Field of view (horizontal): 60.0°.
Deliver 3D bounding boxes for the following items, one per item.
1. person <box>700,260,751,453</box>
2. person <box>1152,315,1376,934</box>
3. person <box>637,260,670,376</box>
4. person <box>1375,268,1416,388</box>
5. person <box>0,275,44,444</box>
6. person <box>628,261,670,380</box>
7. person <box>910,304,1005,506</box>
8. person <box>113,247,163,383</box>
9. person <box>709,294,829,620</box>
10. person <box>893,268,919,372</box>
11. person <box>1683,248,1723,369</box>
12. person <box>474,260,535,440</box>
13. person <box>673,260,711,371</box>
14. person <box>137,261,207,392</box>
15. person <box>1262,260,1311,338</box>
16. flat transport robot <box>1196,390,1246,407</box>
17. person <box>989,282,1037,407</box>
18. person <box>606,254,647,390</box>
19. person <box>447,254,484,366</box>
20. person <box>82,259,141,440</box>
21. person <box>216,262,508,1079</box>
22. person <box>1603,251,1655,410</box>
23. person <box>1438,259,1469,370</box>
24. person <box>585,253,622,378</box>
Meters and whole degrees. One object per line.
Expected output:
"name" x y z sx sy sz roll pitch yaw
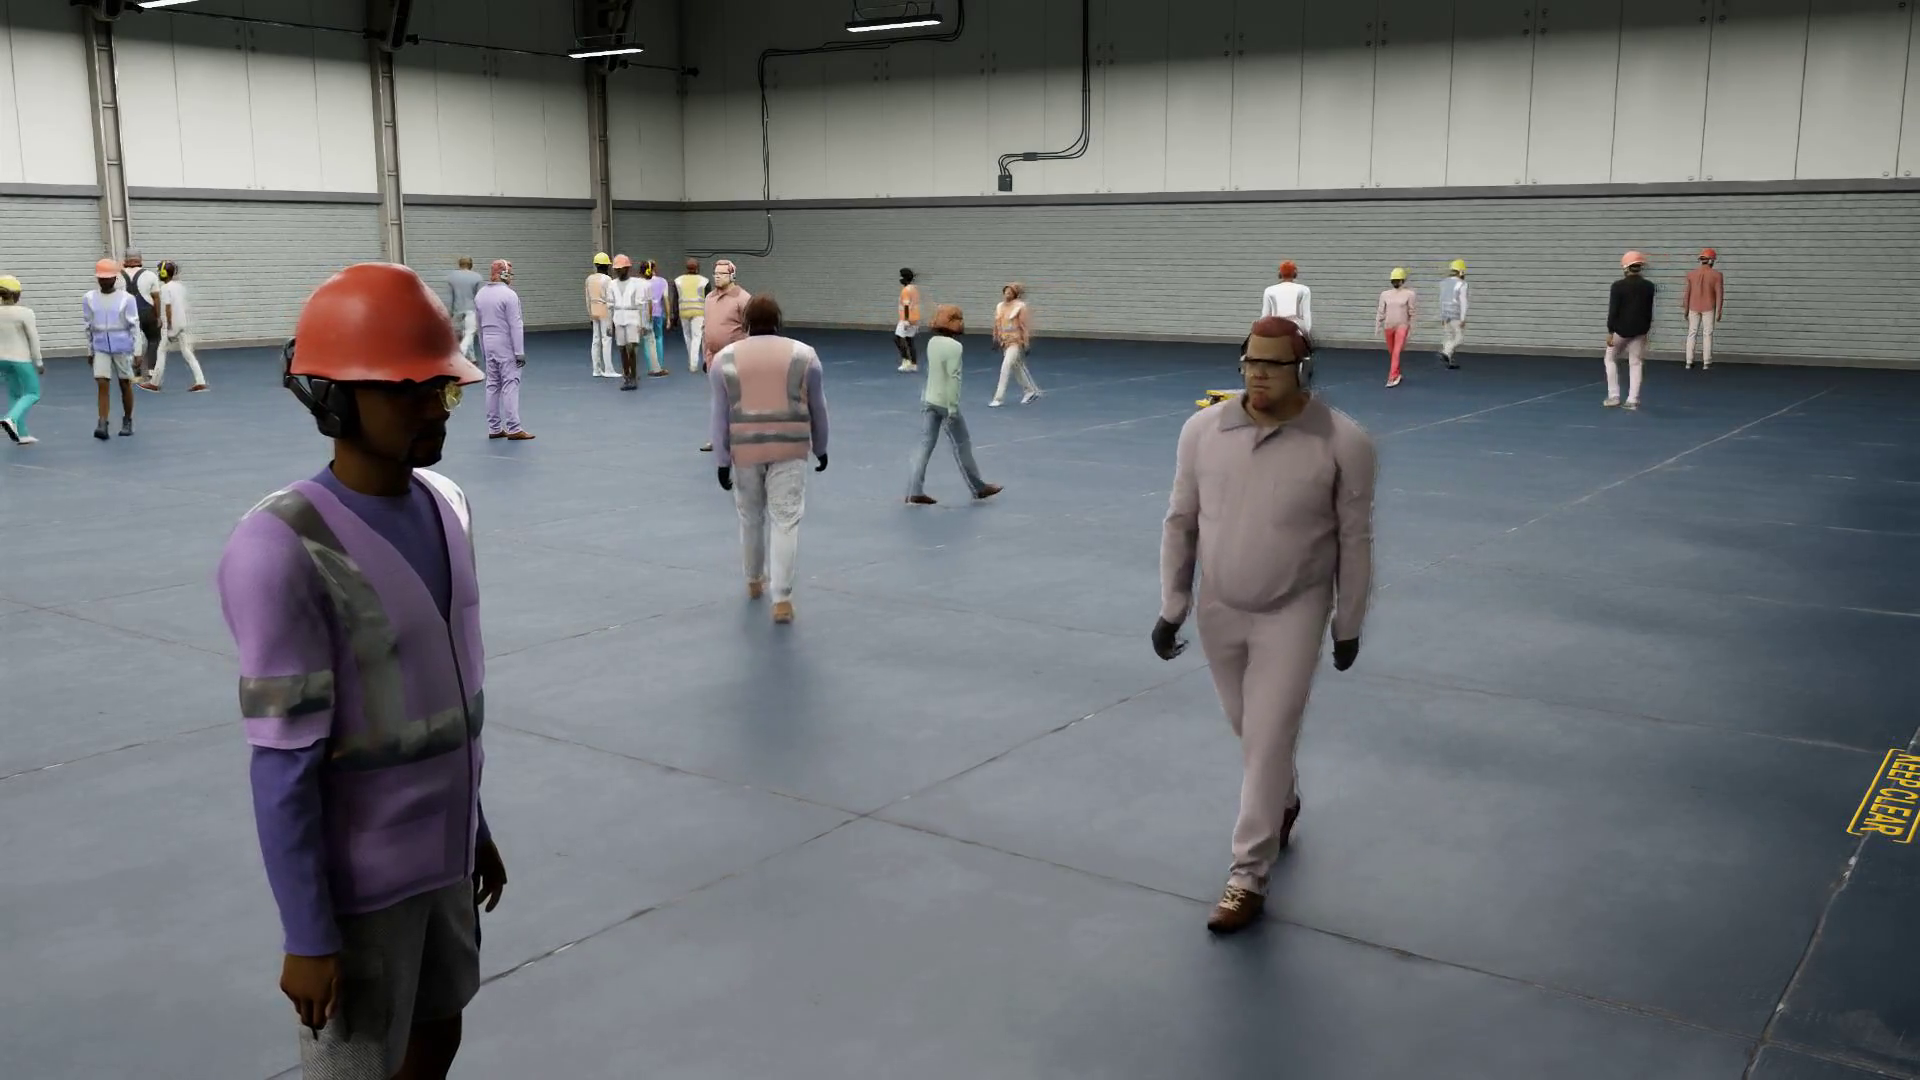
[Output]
"person" -2.333 -1.819 16.541 0.644 1.913 0.408 7 12 33
"person" 0.983 0.211 5.338 0.637 1.867 0.988 6 12 32
"person" -4.924 -3.523 26.387 0.589 1.802 0.902 -3 11 -17
"person" 6.356 -3.100 24.245 0.540 1.722 0.908 6 12 31
"person" -9.707 -1.832 17.043 0.538 1.753 0.558 1 10 6
"person" -4.806 -3.343 25.394 0.505 1.811 0.956 6 12 30
"person" -0.044 -1.074 13.252 0.847 1.591 0.520 -6 12 -32
"person" -12.281 -3.373 24.882 0.707 2.000 0.559 -2 10 -9
"person" -1.070 -0.487 9.427 0.643 1.788 0.976 0 10 -1
"person" -0.885 -3.532 26.777 0.437 1.678 0.547 2 10 10
"person" 12.296 -3.819 27.514 0.616 1.990 0.393 9 14 43
"person" -4.829 -2.009 17.638 0.638 1.902 0.407 7 12 34
"person" -4.334 -3.674 27.250 0.650 1.795 0.941 1 10 7
"person" -11.037 -2.965 23.241 0.975 1.812 0.555 1 10 5
"person" 4.033 -2.505 20.522 0.614 1.856 0.803 3 11 16
"flat transport robot" 3.743 -1.766 20.836 1.431 0.197 0.652 -2 10 -11
"person" 0.700 -2.513 21.329 0.865 1.593 0.520 -8 13 -37
"person" -4.724 -3.048 23.403 0.582 1.915 0.552 2 10 12
"person" -8.274 -3.825 27.815 0.639 1.910 0.908 2 10 9
"person" -9.036 -2.026 17.720 0.563 1.913 0.732 -3 10 -14
"person" -0.965 0.550 2.901 0.387 2.041 0.615 2 10 11
"person" 8.377 -2.631 20.917 0.659 1.969 0.668 -2 10 -9
"person" 8.031 -3.656 27.109 0.499 1.818 0.599 -5 11 -26
"person" -5.533 -3.475 25.772 0.585 1.927 0.366 7 12 35
